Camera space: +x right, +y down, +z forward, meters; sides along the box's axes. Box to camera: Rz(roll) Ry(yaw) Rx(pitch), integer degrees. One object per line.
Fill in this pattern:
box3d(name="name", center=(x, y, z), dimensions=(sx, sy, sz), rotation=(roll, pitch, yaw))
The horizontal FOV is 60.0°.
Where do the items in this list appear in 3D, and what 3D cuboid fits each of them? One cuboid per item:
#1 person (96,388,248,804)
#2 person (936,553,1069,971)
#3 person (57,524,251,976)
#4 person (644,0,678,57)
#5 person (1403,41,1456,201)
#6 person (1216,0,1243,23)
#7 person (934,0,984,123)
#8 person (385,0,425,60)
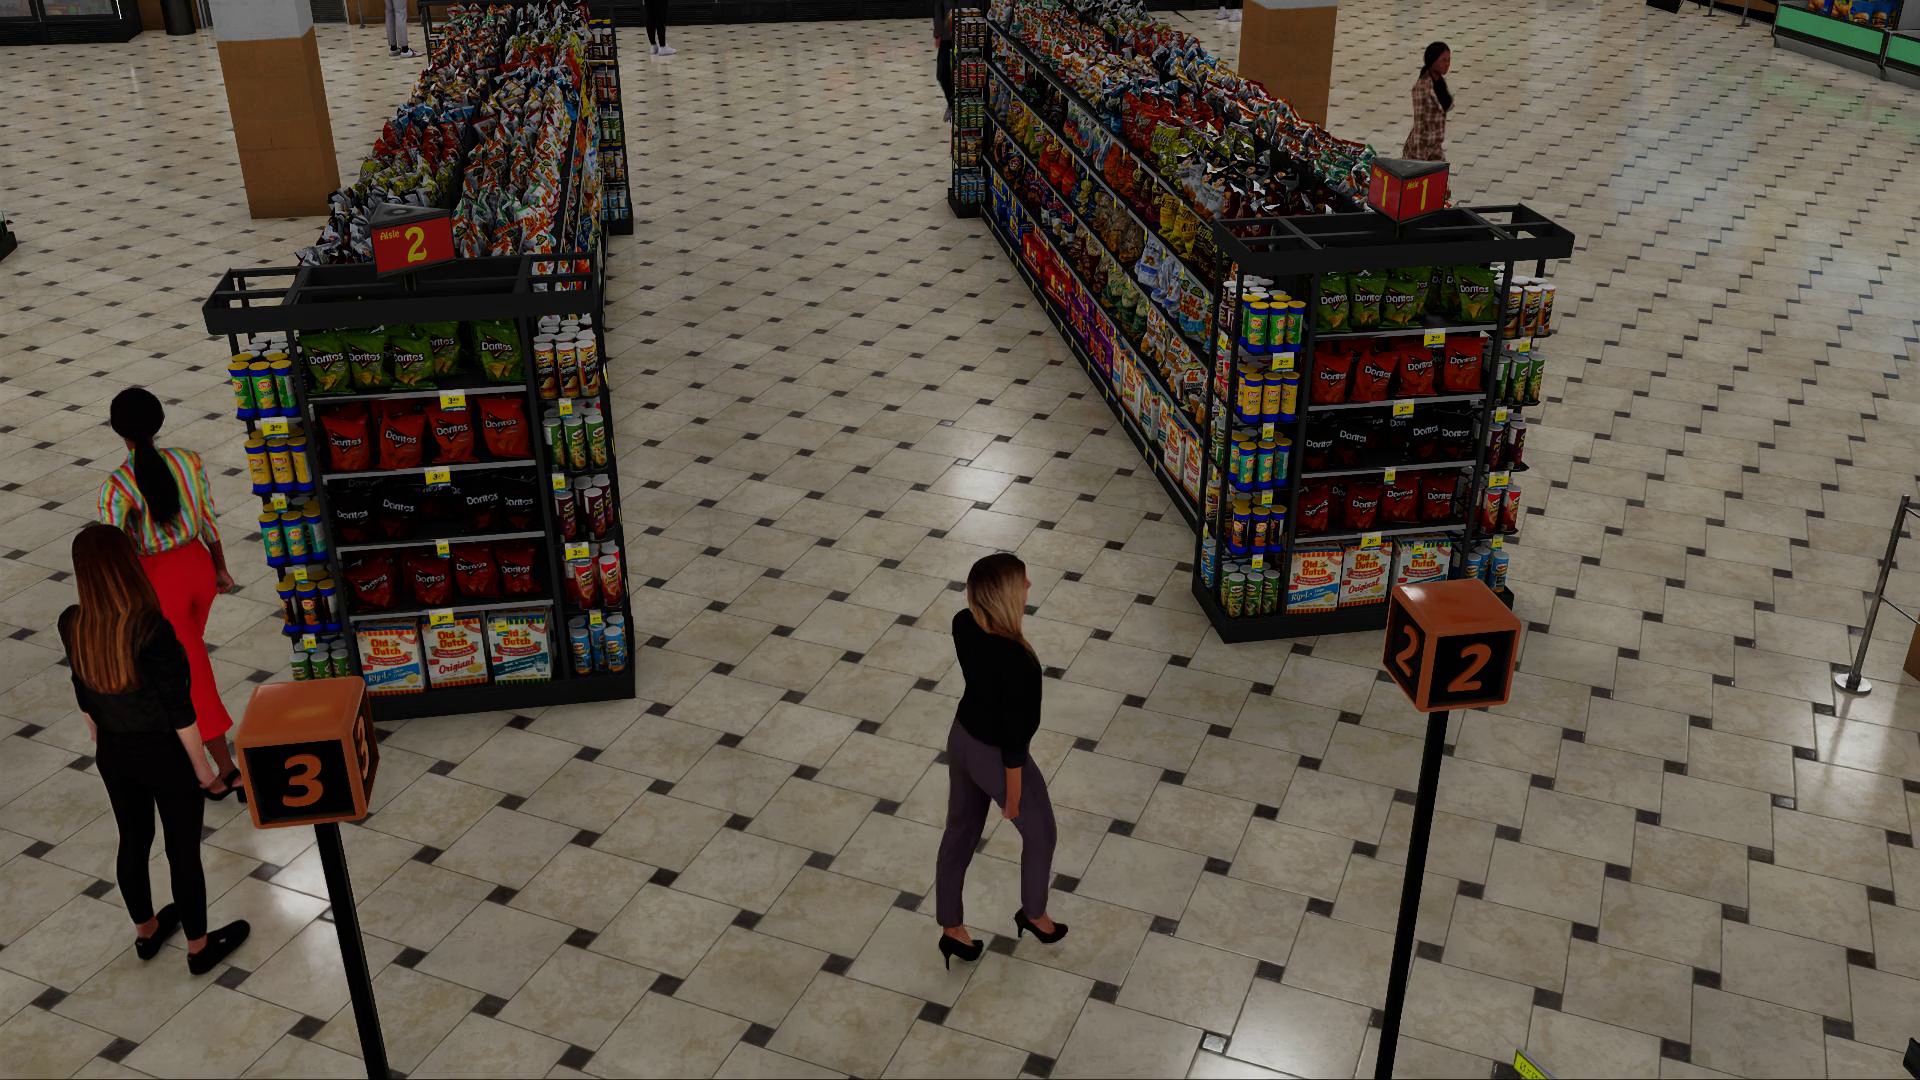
box3d(name="person", center=(-3.113, 0.269, 6.767), dimensions=(0.965, 1.760, 0.908), rotation=(11, 29, 21))
box3d(name="person", center=(0.031, 0.824, 5.792), dimensions=(0.830, 1.654, 0.791), rotation=(-19, 32, -32))
box3d(name="person", center=(-2.888, 0.758, 5.865), dimensions=(0.704, 1.704, 0.719), rotation=(8, 28, 15))
box3d(name="person", center=(-3.939, -7.113, 21.457), dimensions=(0.709, 1.639, 0.771), rotation=(18, 32, 31))
box3d(name="person", center=(3.672, -3.103, 13.393), dimensions=(0.701, 1.782, 0.745), rotation=(-19, 33, -33))
box3d(name="person", center=(3.908, -8.366, 23.732), dimensions=(0.817, 1.818, 0.682), rotation=(-18, 32, -31))
box3d(name="person", center=(-0.009, -5.355, 17.746), dimensions=(0.825, 1.862, 0.823), rotation=(5, 27, 9))
box3d(name="person", center=(-7.267, -7.188, 21.262), dimensions=(0.775, 1.950, 0.849), rotation=(19, 33, 33))
